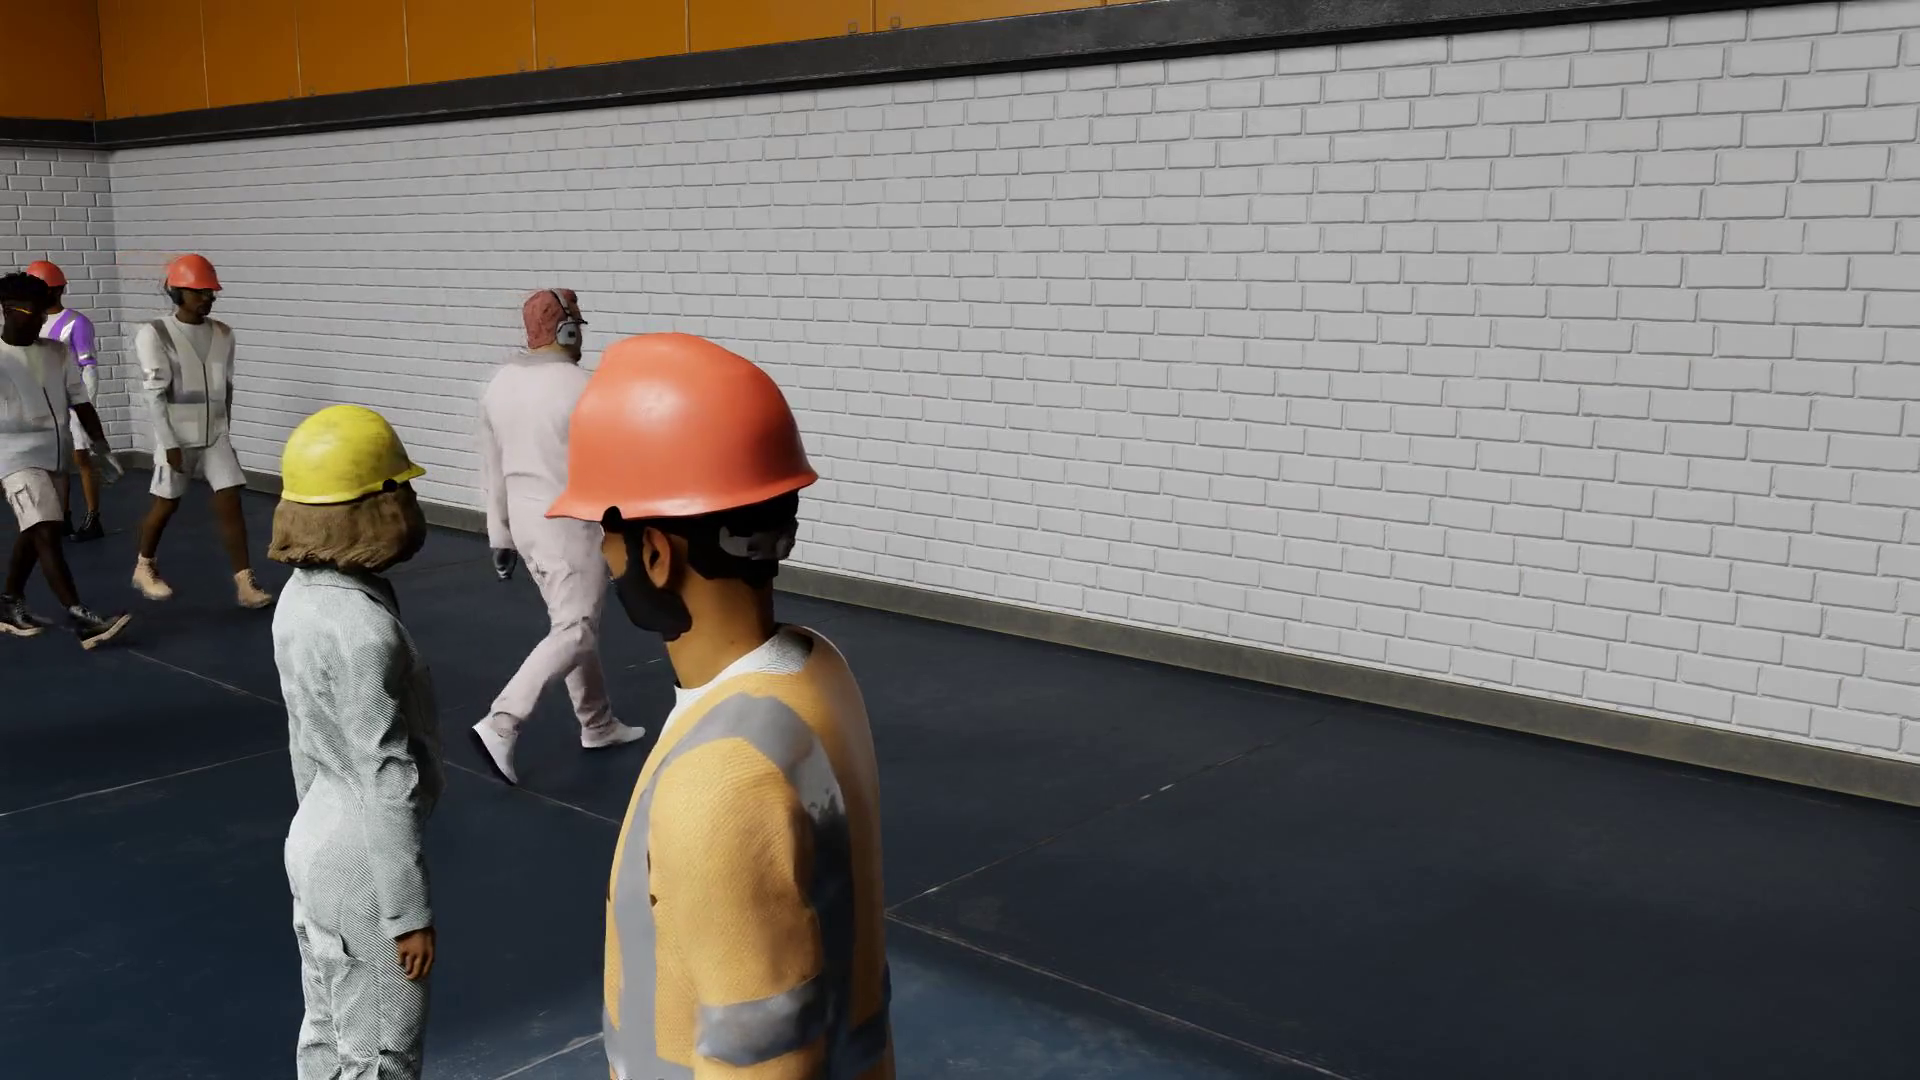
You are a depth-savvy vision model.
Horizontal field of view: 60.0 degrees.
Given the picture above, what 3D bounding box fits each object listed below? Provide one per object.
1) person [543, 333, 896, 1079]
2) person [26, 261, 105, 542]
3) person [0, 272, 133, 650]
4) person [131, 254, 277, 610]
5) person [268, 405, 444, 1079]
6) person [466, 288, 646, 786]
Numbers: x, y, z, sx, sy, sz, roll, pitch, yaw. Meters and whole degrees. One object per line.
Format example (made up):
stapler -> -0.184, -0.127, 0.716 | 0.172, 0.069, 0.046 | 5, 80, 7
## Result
person -> -0.255, 0.741, 1.863 | 0.375, 1.934, 0.547 | 0, 10, 0
person -> -6.212, -0.944, 11.457 | 0.552, 1.933, 0.372 | 3, 10, 16
person -> -4.665, -0.403, 8.482 | 1.058, 1.890, 0.605 | 3, 11, 19
person -> -4.372, -0.608, 9.411 | 1.044, 2.000, 0.611 | 6, 12, 33
person -> -1.085, 0.622, 3.080 | 0.285, 1.746, 0.487 | -7, 12, -36
person -> -1.570, -0.025, 6.396 | 0.646, 1.881, 0.868 | 8, 13, 39
